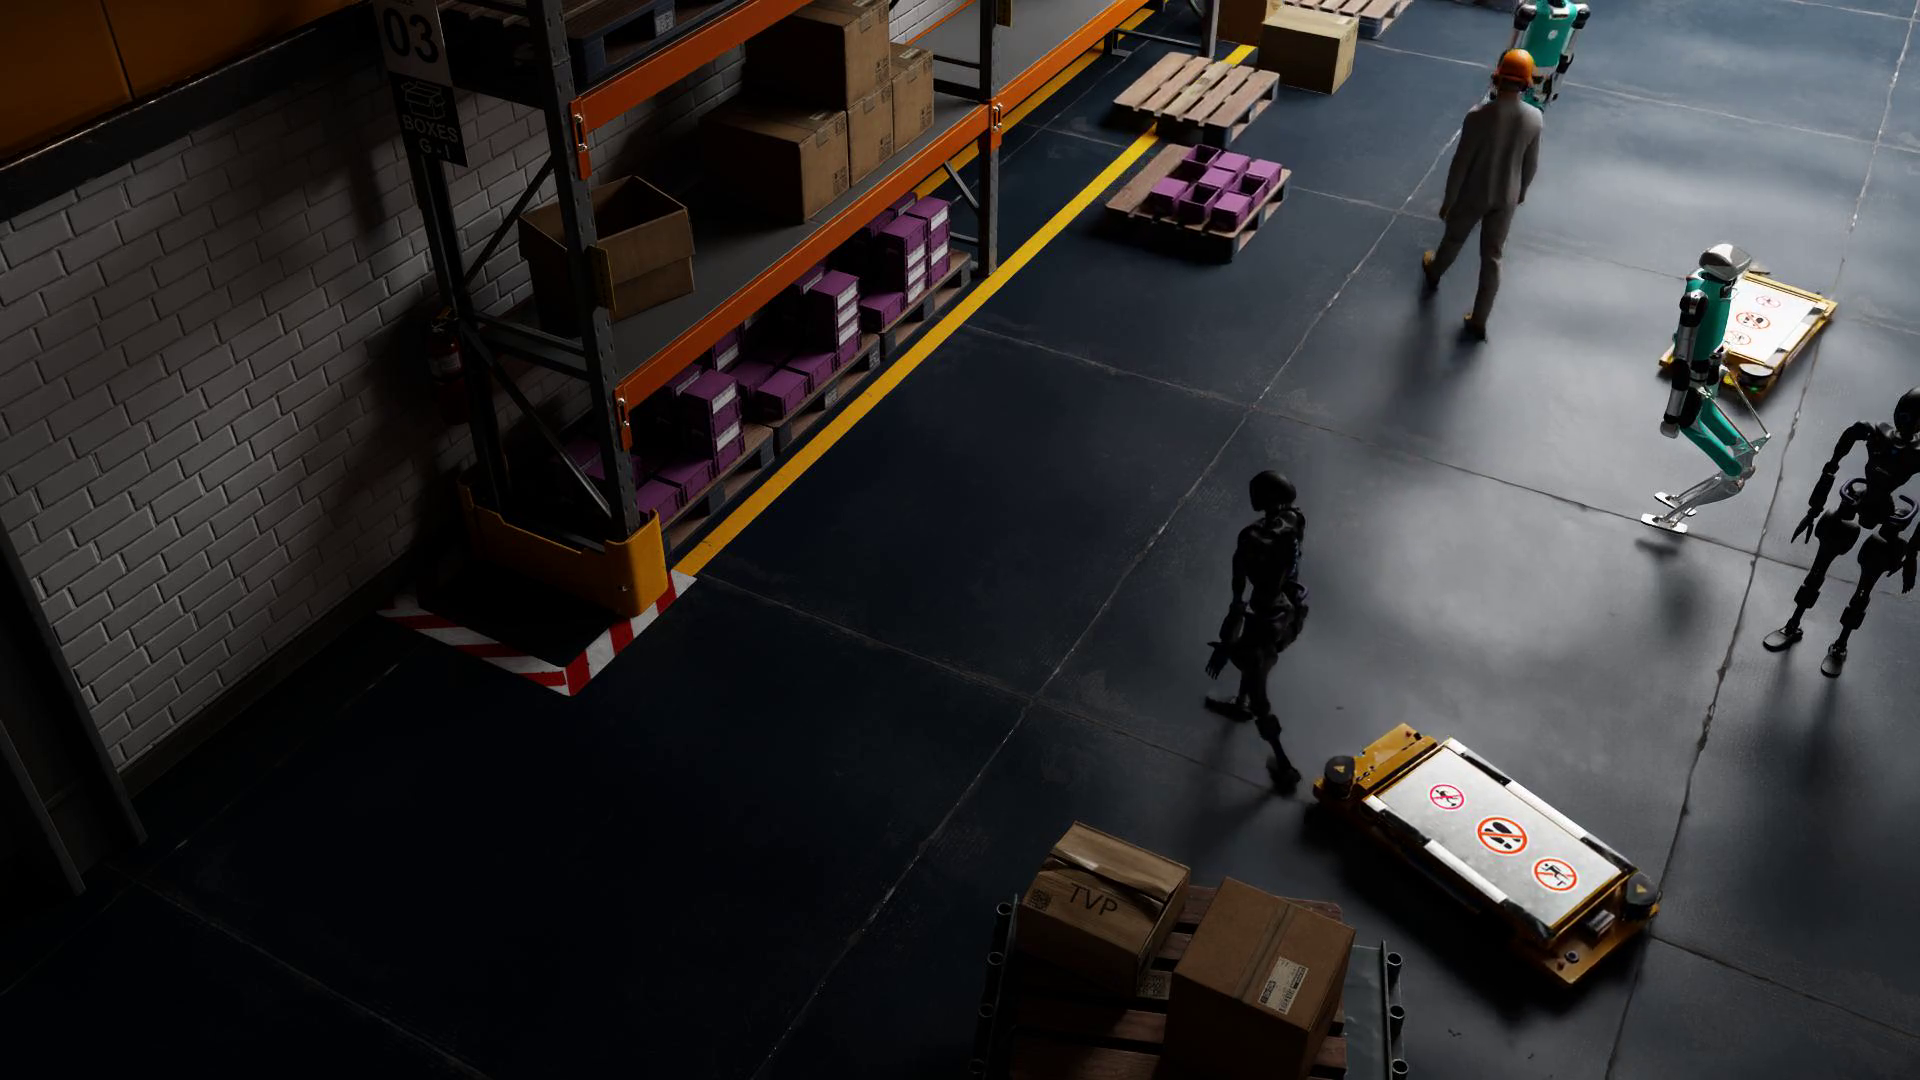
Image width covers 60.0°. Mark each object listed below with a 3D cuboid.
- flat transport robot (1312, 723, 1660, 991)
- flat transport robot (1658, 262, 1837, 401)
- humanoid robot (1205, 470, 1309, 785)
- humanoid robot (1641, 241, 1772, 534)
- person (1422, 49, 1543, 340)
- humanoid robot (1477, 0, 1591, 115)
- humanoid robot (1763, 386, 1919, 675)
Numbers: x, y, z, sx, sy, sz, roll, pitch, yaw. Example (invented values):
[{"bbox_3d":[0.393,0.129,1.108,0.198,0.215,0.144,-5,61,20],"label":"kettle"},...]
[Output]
[{"bbox_3d":[2.355,1.363,7.516,0.659,0.231,1.431,-26,46,-29],"label":"flat transport robot"},{"bbox_3d":[5.214,-1.389,10.956,0.659,0.231,1.431,28,46,30],"label":"flat transport robot"},{"bbox_3d":[1.402,0.383,7.653,0.683,1.633,0.590,29,47,31],"label":"humanoid robot"},{"bbox_3d":[4.076,-0.738,8.860,0.735,1.677,0.533,28,46,30],"label":"humanoid robot"},{"bbox_3d":[3.425,-2.309,10.853,0.602,1.835,0.987,1,39,1],"label":"person"},{"bbox_3d":[4.090,-3.341,12.245,0.548,1.794,0.813,-5,39,-6],"label":"humanoid robot"},{"bbox_3d":[4.435,-0.046,8.139,0.315,1.657,0.599,-31,48,-33],"label":"humanoid robot"}]
